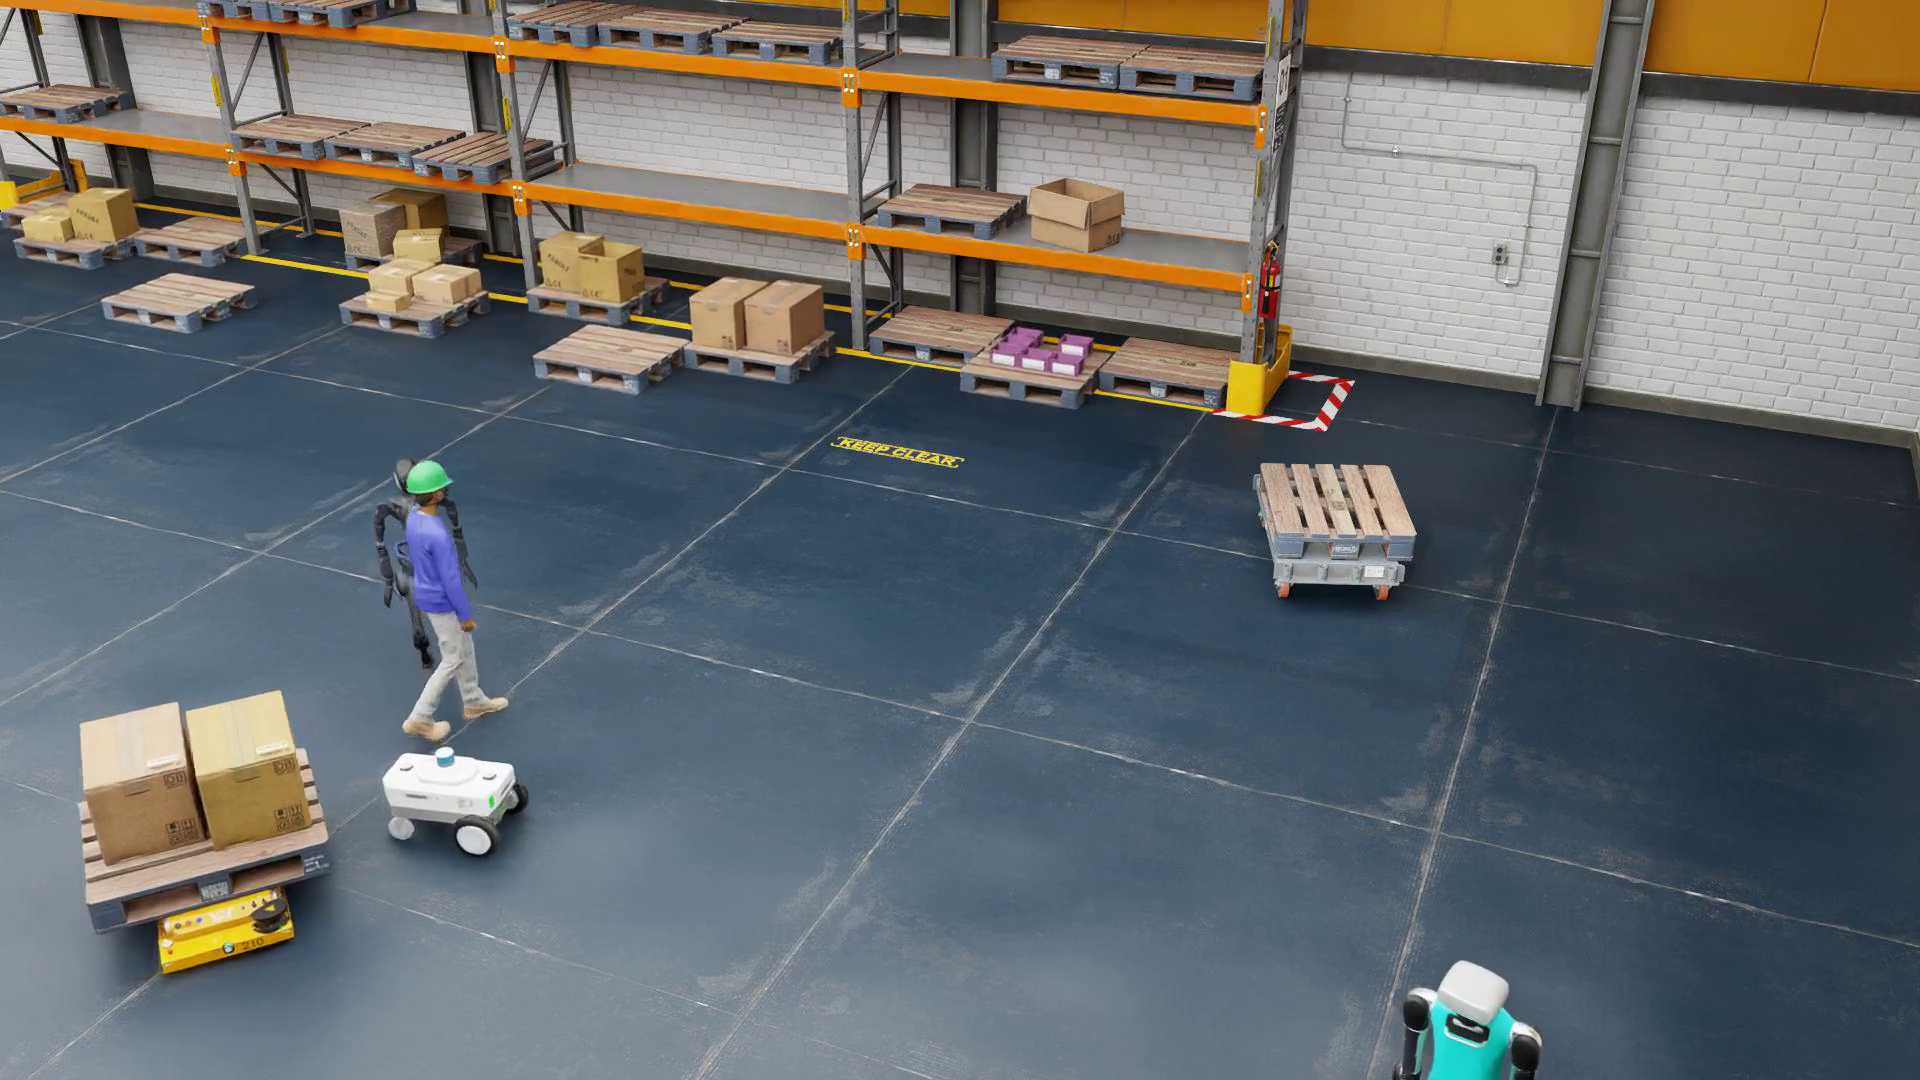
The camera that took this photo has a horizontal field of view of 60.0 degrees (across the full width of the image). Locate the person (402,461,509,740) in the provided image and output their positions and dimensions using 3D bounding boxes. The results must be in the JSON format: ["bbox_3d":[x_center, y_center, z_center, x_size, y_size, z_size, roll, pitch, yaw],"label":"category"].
[{"bbox_3d":[-3.288,0.383,10.460,0.681,1.864,0.486,-16,31,-28],"label":"person"}]

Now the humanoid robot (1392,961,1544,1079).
[{"bbox_3d":[1.788,2.555,6.400,0.542,1.785,0.915,16,31,28],"label":"humanoid robot"}]

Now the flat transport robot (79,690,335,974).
[{"bbox_3d":[-4.191,1.847,9.350,0.659,0.231,1.431,-13,30,-24],"label":"flat transport robot"}]

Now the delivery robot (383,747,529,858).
[{"bbox_3d":[-2.958,1.497,9.734,0.814,0.610,0.499,5,28,9],"label":"delivery robot"}]

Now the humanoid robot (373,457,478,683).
[{"bbox_3d":[-3.527,0.196,11.018,0.609,1.647,0.350,-12,29,-21],"label":"humanoid robot"}]
